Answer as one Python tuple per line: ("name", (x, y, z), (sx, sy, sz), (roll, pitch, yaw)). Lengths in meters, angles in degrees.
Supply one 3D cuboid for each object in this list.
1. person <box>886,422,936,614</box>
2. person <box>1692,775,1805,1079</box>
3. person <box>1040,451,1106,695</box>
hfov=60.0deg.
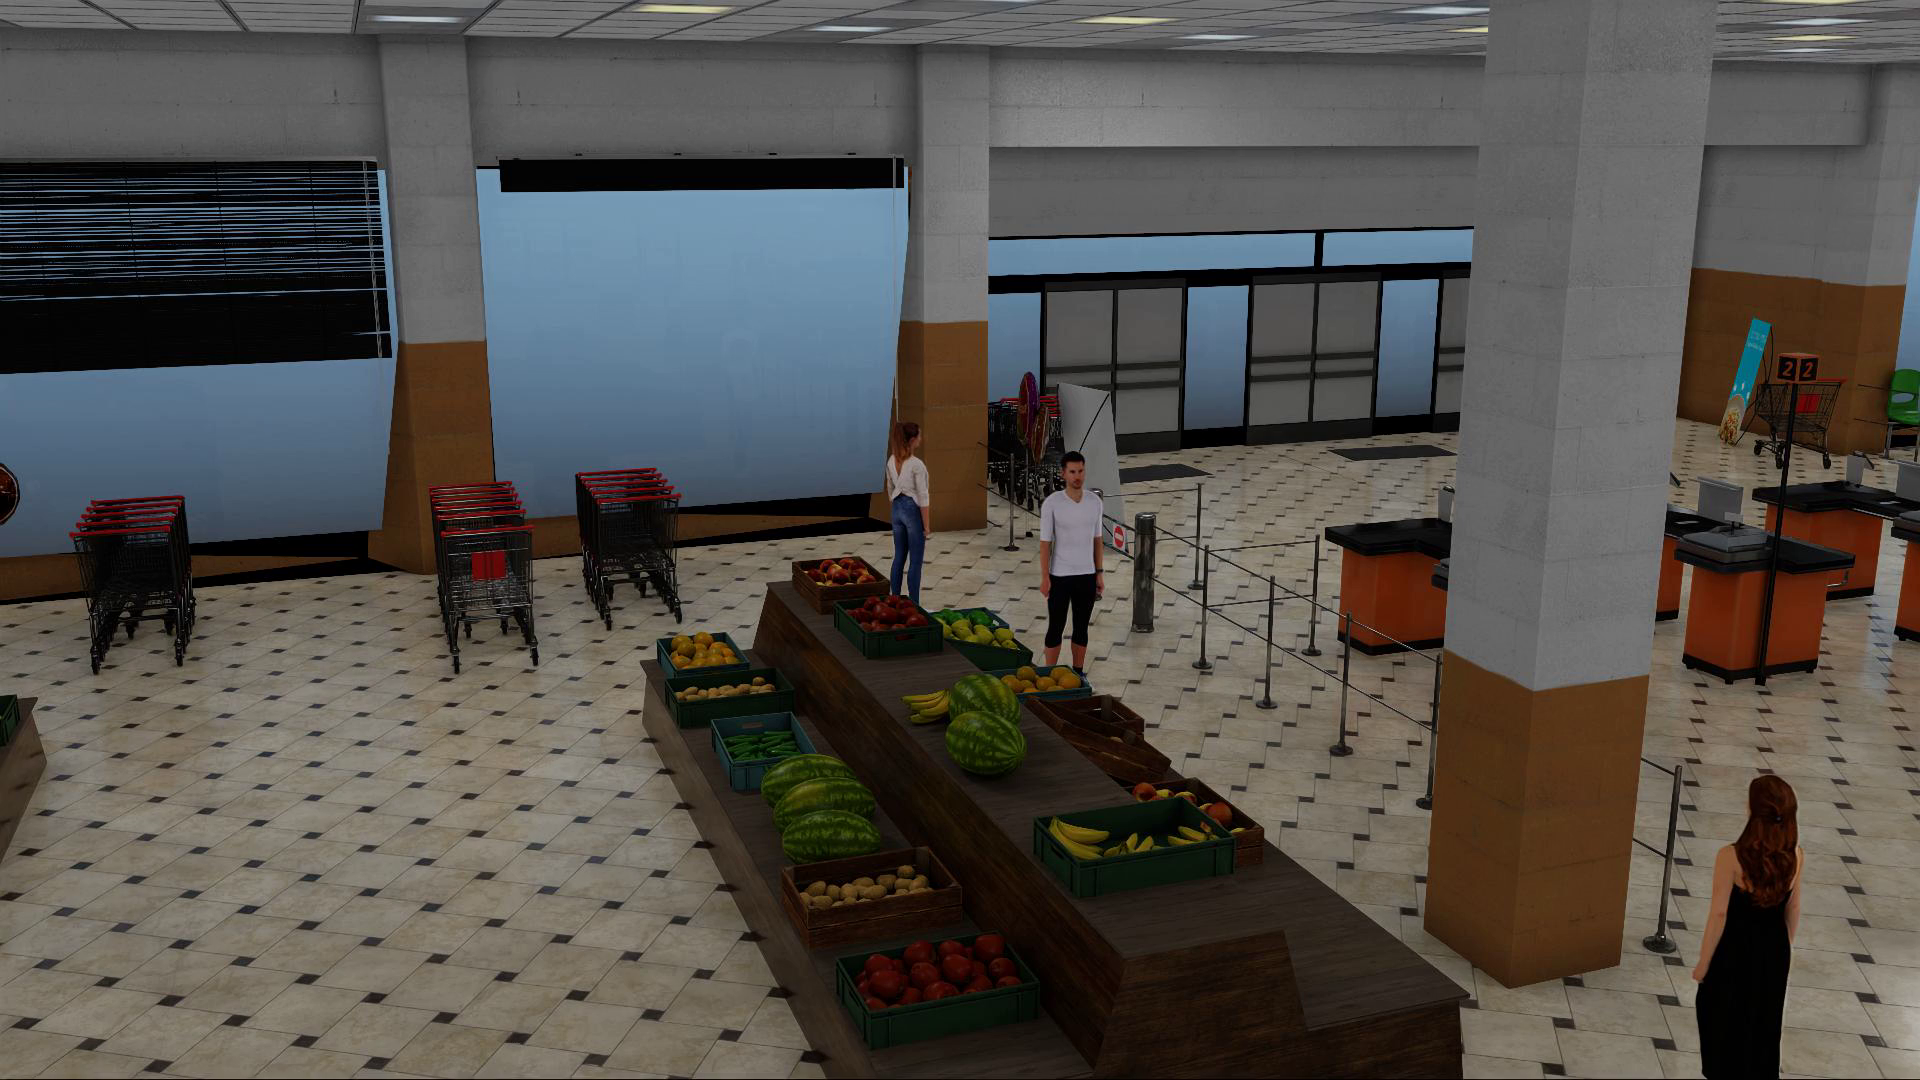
("person", (-0.452, -0.180, 14.491), (0.742, 1.719, 0.598), (-13, 19, -43))
("person", (3.228, 1.730, 6.816), (0.616, 1.624, 0.612), (-3, 14, -10))
("person", (0.835, 0.244, 12.463), (0.663, 1.851, 0.555), (-4, 14, -18))
